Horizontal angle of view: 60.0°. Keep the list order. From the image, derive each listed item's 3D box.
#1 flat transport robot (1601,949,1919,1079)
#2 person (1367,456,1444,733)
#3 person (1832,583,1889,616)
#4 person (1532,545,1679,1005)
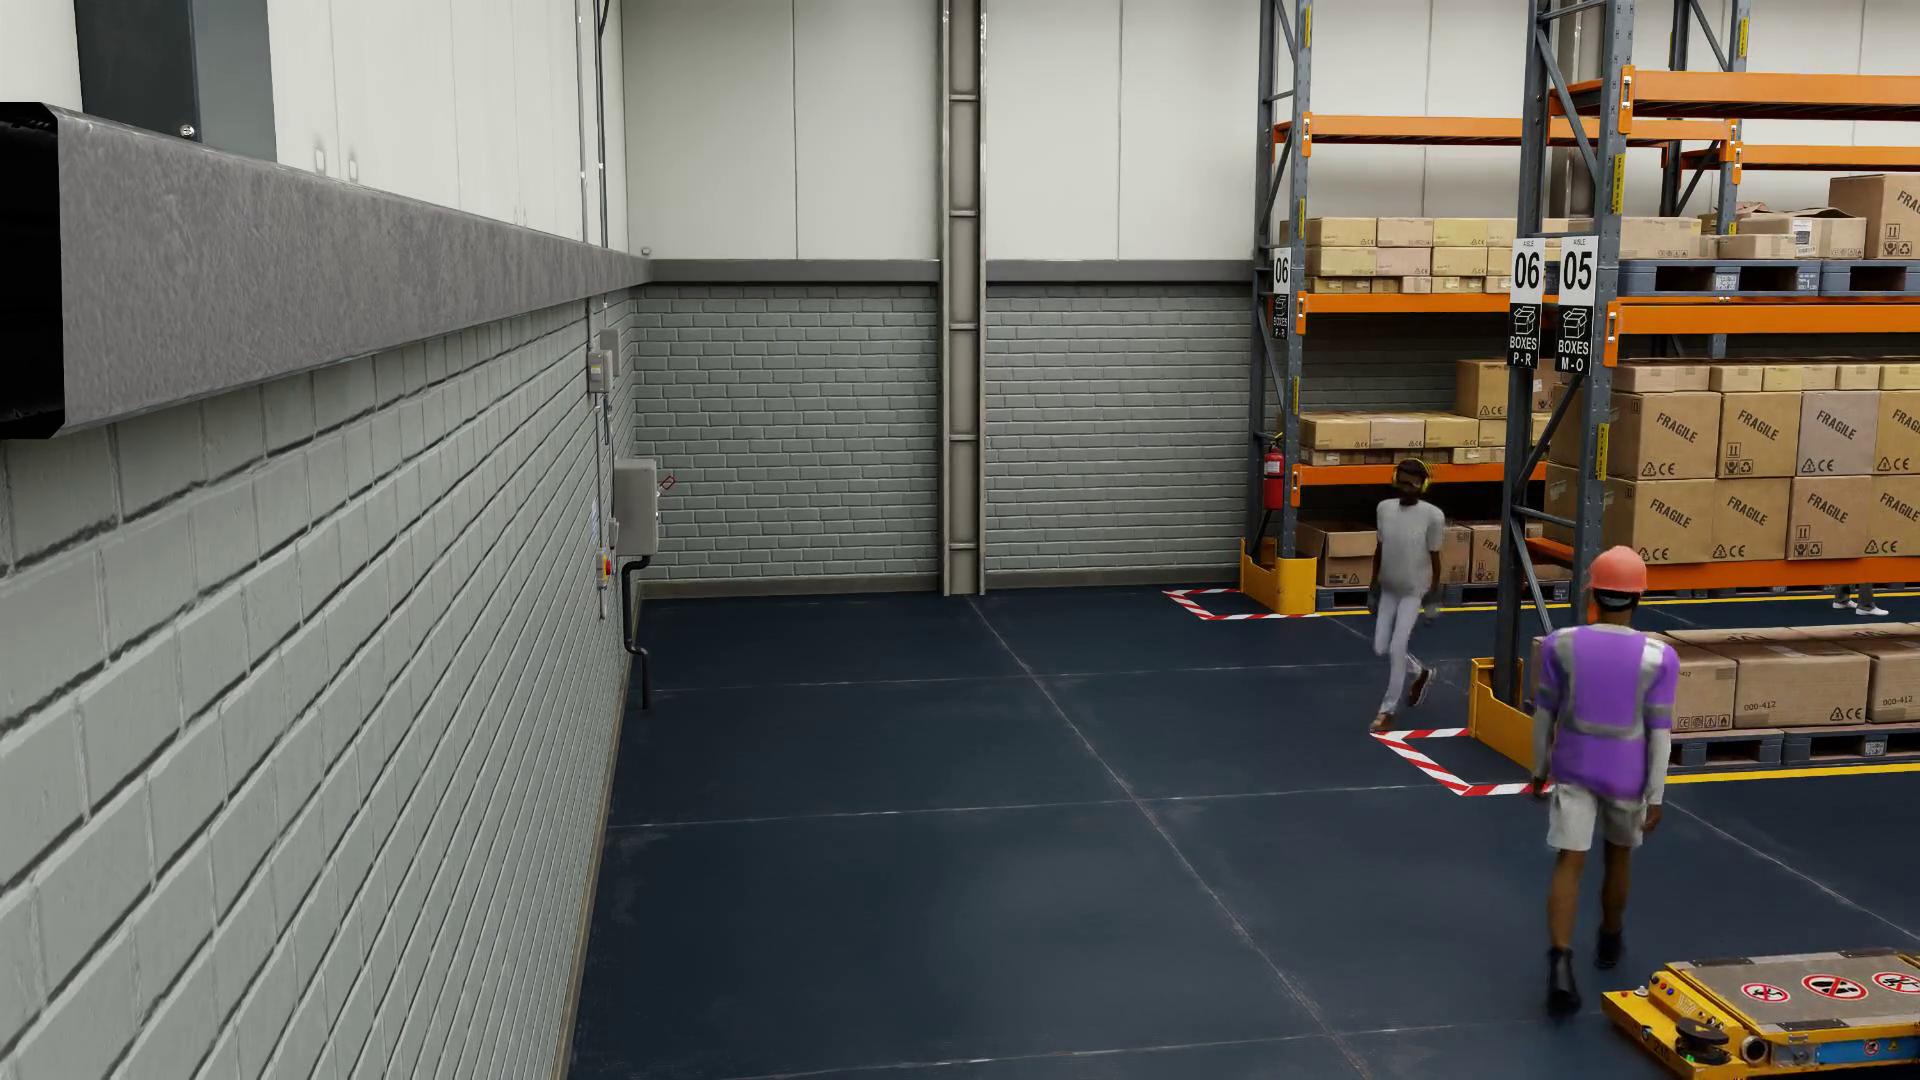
[{"bbox_3d":[3.353,1.851,6.521,1.431,0.197,0.652,-1,9,-8],"label":"flat transport robot"},{"bbox_3d":[2.967,0.342,10.992,0.630,1.839,0.542,-8,12,-42],"label":"person"},{"bbox_3d":[8.037,-0.288,14.672,0.405,1.918,0.582,-2,9,-11],"label":"person"},{"bbox_3d":[2.668,0.972,6.954,0.559,1.904,0.952,5,10,27],"label":"person"}]
